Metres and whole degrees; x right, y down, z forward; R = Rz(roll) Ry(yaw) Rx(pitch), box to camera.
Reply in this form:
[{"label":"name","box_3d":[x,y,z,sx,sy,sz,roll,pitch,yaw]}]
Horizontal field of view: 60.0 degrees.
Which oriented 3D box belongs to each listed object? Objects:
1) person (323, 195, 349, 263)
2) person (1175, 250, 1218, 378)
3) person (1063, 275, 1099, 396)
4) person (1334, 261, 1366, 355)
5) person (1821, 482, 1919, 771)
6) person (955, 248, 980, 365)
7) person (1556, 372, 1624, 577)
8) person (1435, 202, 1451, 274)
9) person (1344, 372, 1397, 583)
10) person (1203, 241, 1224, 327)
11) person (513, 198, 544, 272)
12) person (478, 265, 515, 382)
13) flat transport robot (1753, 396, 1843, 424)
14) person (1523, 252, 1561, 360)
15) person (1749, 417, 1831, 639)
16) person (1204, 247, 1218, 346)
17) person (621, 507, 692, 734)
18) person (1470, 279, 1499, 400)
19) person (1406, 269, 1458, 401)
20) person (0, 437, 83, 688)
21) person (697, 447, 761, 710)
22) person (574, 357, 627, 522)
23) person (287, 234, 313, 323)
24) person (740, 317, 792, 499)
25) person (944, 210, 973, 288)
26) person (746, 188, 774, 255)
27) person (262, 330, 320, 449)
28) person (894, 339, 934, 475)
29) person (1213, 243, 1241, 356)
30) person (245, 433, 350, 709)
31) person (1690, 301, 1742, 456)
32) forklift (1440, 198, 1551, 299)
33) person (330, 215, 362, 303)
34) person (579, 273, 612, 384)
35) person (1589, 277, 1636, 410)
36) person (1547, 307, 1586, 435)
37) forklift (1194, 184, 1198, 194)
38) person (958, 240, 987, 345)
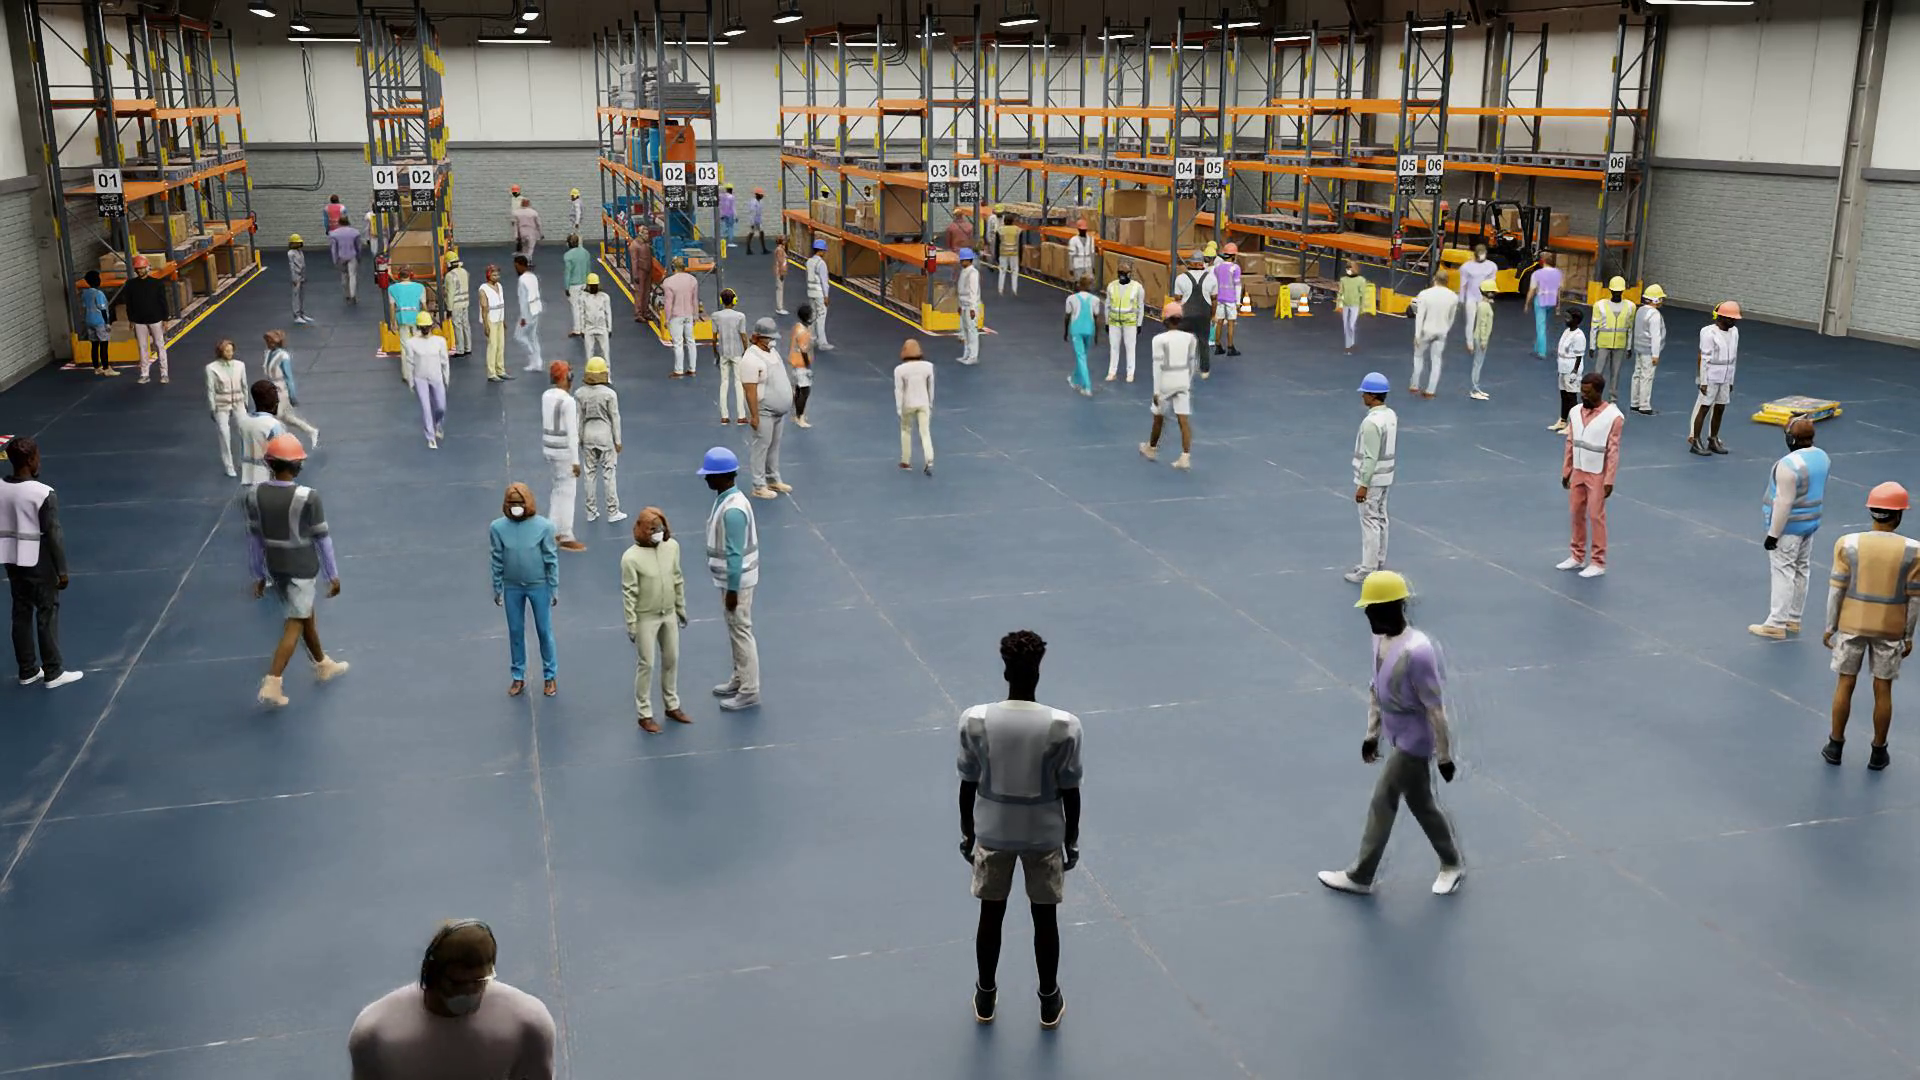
[{"label":"person","box_3d":[-16.774,-8.368,44.806,0.619,1.845,0.430,-4,15,-14]},{"label":"person","box_3d":[3.732,-3.595,26.463,0.688,2.000,0.536,0,15,1]},{"label":"person","box_3d":[1.836,-3.101,25.104,0.495,1.783,0.984,-5,16,-18]},{"label":"person","box_3d":[6.752,-4.030,28.915,0.520,1.613,0.565,13,19,39]},{"label":"person","box_3d":[6.024,0.568,11.006,0.545,1.933,0.376,8,17,28]},{"label":"person","box_3d":[0.131,-3.913,27.857,0.414,1.944,0.605,-4,15,-16]},{"label":"person","box_3d":[5.891,-0.622,15.543,0.400,1.907,0.599,-7,17,-26]},{"label":"person","box_3d":[11.153,-6.838,38.695,0.408,2.035,0.601,0,15,0]},{"label":"person","box_3d":[3.775,-0.566,15.242,0.397,1.946,0.617,9,17,30]},{"label":"person","box_3d":[4.766,-4.787,31.523,0.489,1.741,0.322,-7,16,-24]},{"label":"person","box_3d":[-11.086,-7.848,42.831,0.660,1.853,0.991,2,15,7]},{"label":"person","box_3d":[-7.327,-3.394,26.116,0.407,1.830,0.576,4,15,13]},{"label":"flat transport robot","box_3d":[11.668,-1.807,23.130,1.431,0.197,0.652,-13,20,-41]},{"label":"person","box_3d":[9.901,-4.017,28.460,0.602,1.818,0.738,-6,16,-21]},{"label":"person","box_3d":[6.832,-0.101,13.707,0.624,1.841,0.430,-10,18,-34]},{"label":"person","box_3d":[4.478,-4.374,29.923,0.311,1.769,0.522,1,15,5]},{"label":"person","box_3d":[-2.137,0.549,11.671,0.278,1.621,0.511,13,19,39]},{"label":"person","box_3d":[7.766,-2.973,24.652,0.314,1.768,0.526,5,16,18]},{"label":"person","box_3d":[7.002,-3.053,24.684,0.646,1.907,0.815,-1,15,-5]},{"label":"person","box_3d":[-6.995,0.180,12.526,0.584,1.911,0.394,4,15,14]},{"label":"person","box_3d":[-1.676,0.271,12.122,0.420,1.937,0.609,-4,15,-15]},{"label":"person","box_3d":[-3.784,-1.060,17.494,0.493,1.743,0.295,3,15,13]},{"label":"person","box_3d":[-13.156,-5.210,33.114,0.295,1.744,0.484,1,15,5]},{"label":"person","box_3d":[-2.134,-1.487,18.531,0.535,2.000,0.686,5,16,17]},{"label":"person","box_3d":[-0.040,-6.565,37.934,0.680,1.873,0.828,-3,15,-13]},{"label":"person","box_3d":[-5.745,-9.057,47.340,0.812,1.885,0.578,5,16,17]},{"label":"person","box_3d":[-8.360,-1.824,20.648,0.712,1.606,0.509,-13,20,-40]},{"label":"person","box_3d":[-0.527,-1.580,19.712,0.514,1.603,0.737,-5,16,-17]},{"label":"person","box_3d":[4.639,-4.162,28.793,0.542,1.939,0.368,14,20,43]},{"label":"person","box_3d":[-4.928,0.210,12.240,0.625,2.000,1.042,5,16,18]},{"label":"person","box_3d":[9.455,-2.007,20.713,0.545,1.930,0.381,-6,16,-20]},{"label":"forklift","box_3d":[11.913,-6.508,37.130,2.313,2.155,1.214,-4,15,-15]},{"label":"person","box_3d":[-13.387,-6.132,36.319,0.622,1.896,1.017,-4,15,-15]},{"label":"person","box_3d":[-5.655,-3.274,25.849,0.495,1.735,0.326,-3,15,-11]},{"label":"person","box_3d":[9.240,-2.770,23.579,0.594,1.924,0.382,2,15,7]},{"label":"person","box_3d":[8.065,-2.239,22.022,0.318,1.697,0.535,-1,15,-4]},{"label":"forklift","box_3d":[7.392,-11.333,53.972,1.873,2.768,1.129,-4,15,-15]},{"label":"person","box_3d":[0.212,-4.452,29.956,0.568,1.897,0.645,0,15,-1]}]
